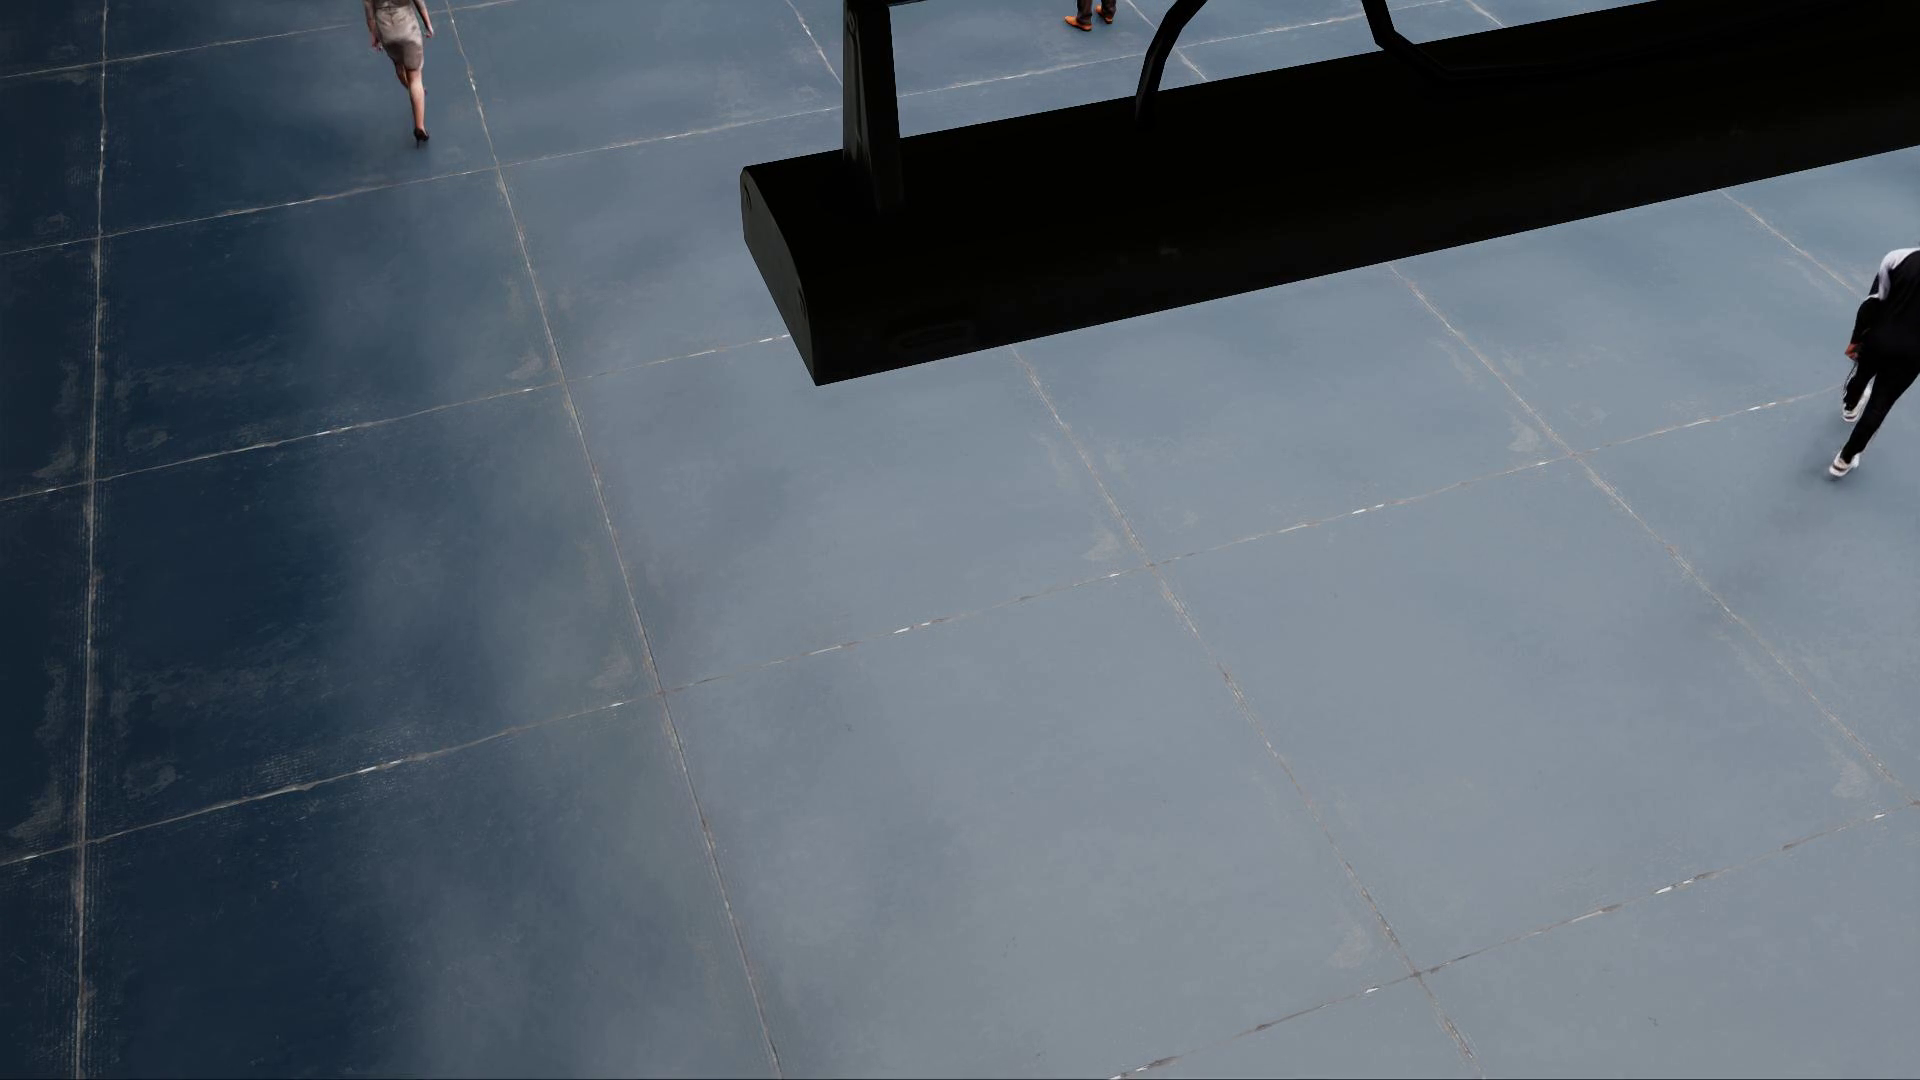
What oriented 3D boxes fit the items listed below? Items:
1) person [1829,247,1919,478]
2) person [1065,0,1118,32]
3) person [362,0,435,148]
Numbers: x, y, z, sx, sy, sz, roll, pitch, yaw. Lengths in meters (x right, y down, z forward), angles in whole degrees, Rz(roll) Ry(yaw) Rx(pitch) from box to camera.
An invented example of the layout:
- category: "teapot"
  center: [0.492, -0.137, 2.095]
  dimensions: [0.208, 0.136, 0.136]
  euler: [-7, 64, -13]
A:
- category: "person"
  center: [5.663, -1.161, 10.078]
  dimensions: [1.159, 1.797, 1.071]
  euler: [31, 51, 29]
- category: "person"
  center: [1.213, -5.391, 14.600]
  dimensions: [0.720, 1.808, 0.653]
  euler: [-22, 47, -22]
- category: "person"
  center: [-4.416, -3.921, 13.098]
  dimensions: [0.828, 1.709, 1.098]
  euler: [-2, 43, -2]
